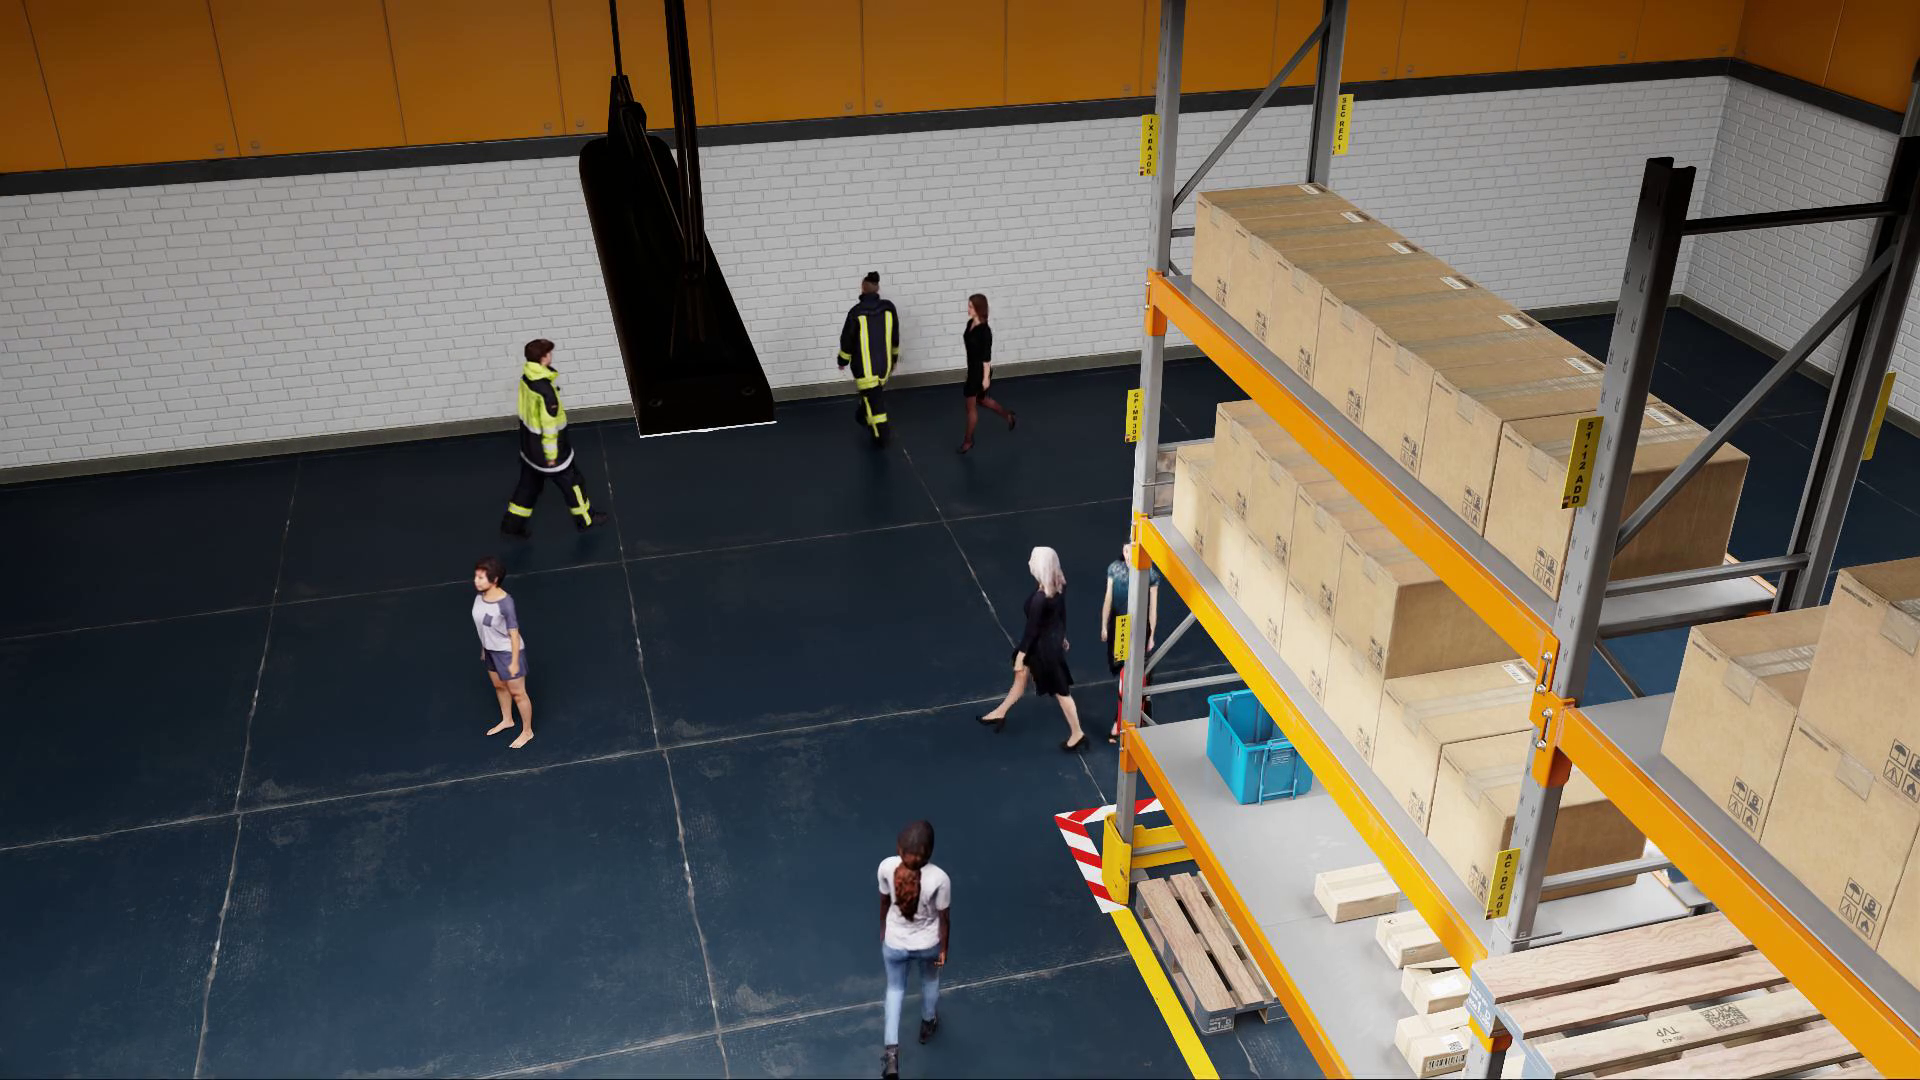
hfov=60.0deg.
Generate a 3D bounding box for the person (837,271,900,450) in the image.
[{"bbox_3d":[-0.868,-1.780,16.777,1.004,1.824,1.240,-18,33,-29],"label":"person"}]

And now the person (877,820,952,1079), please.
[{"bbox_3d":[-0.286,2.321,9.384,0.838,1.704,1.069,5,29,9],"label":"person"}]

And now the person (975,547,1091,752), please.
[{"bbox_3d":[0.708,0.846,12.087,1.079,1.704,1.133,10,30,18],"label":"person"}]

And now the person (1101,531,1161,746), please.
[{"bbox_3d":[1.282,0.670,12.397,0.910,1.716,1.003,12,31,21],"label":"person"}]

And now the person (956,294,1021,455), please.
[{"bbox_3d":[0.264,-1.671,16.722,0.727,1.683,0.913,-12,31,-20],"label":"person"}]

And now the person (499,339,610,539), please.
[{"bbox_3d":[-3.828,-0.855,14.956,1.173,1.942,1.324,-20,35,-32],"label":"person"}]

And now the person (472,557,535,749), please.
[{"bbox_3d":[-3.388,0.803,12.311,0.622,1.565,0.711,23,36,36],"label":"person"}]
